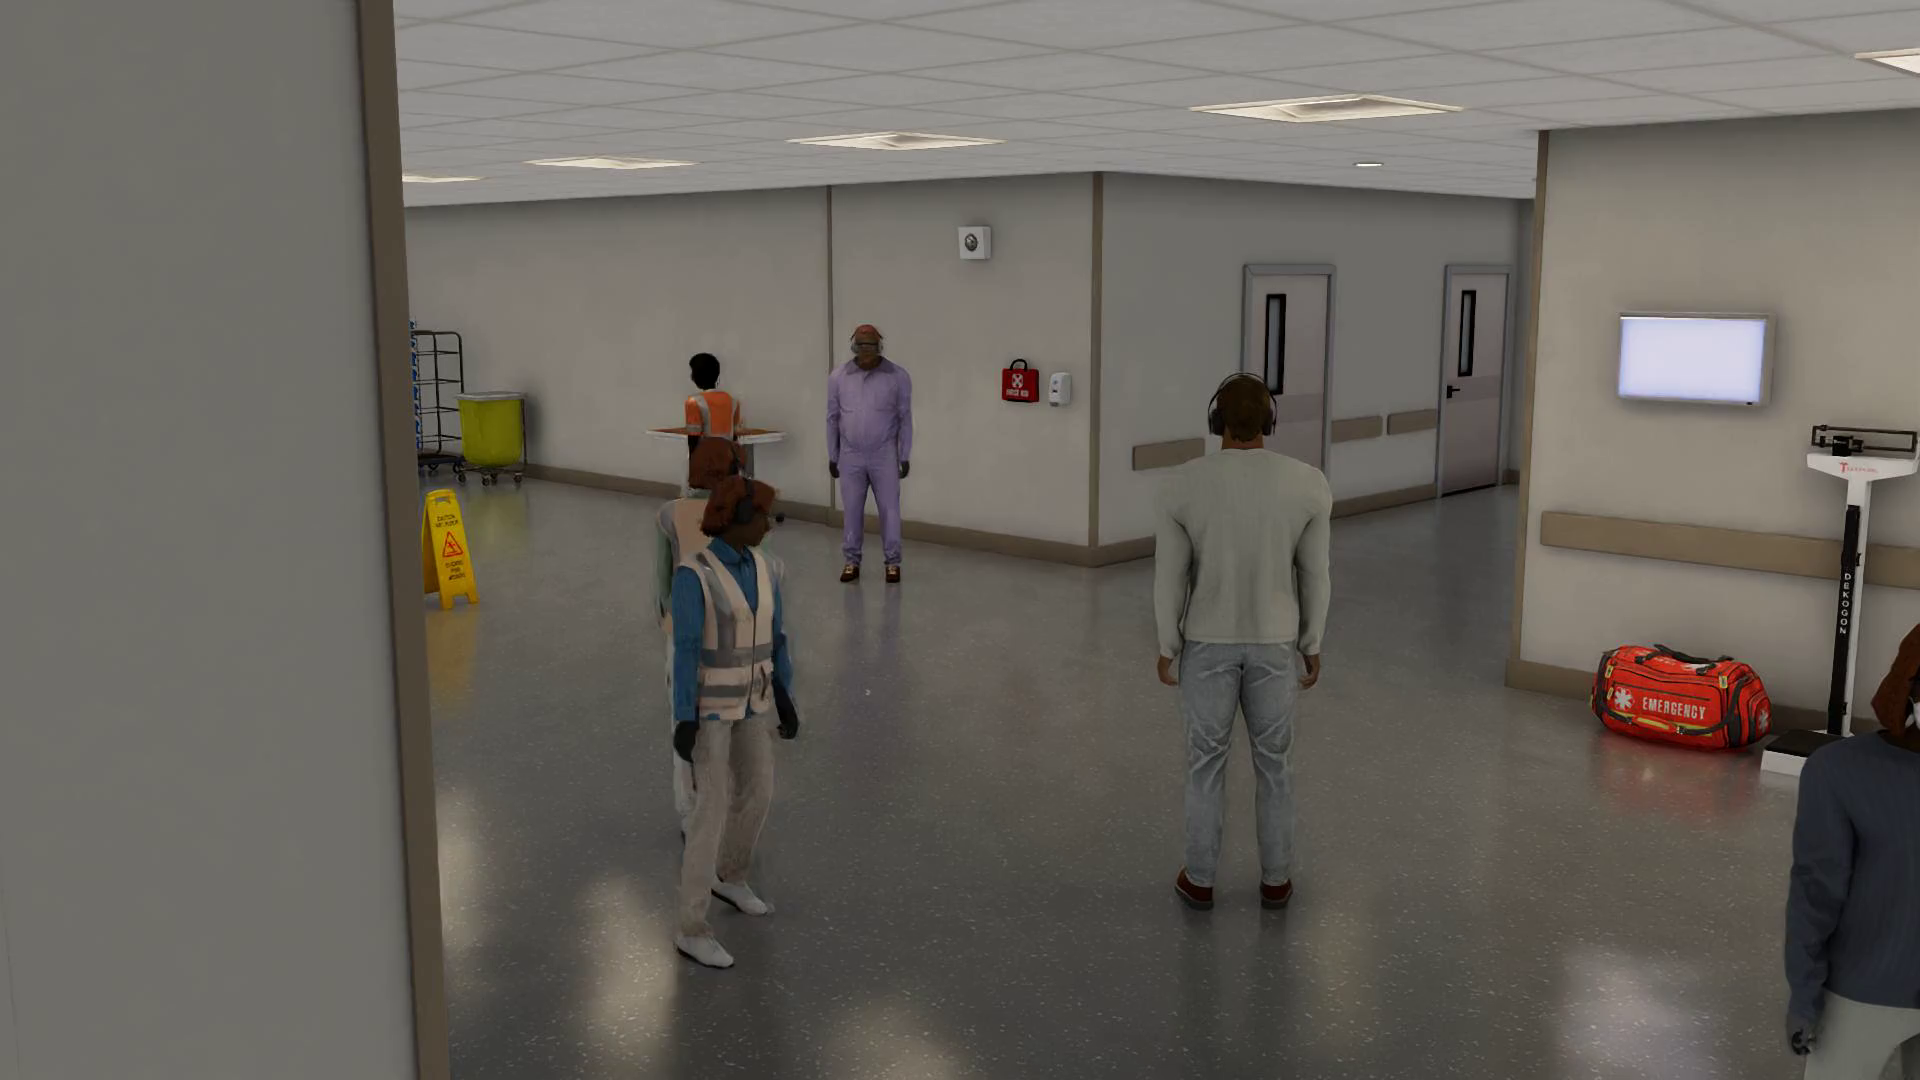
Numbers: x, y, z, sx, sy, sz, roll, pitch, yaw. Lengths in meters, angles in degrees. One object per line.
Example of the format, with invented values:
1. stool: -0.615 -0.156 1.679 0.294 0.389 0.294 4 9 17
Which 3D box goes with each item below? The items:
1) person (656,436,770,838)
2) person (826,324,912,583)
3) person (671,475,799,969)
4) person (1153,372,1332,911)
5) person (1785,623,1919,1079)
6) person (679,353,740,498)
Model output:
1. person: -1.007 0.384 6.811 0.538 1.614 0.541 2 9 12
2. person: -0.675 -0.630 12.221 0.638 1.900 0.403 1 9 6
3. person: -0.827 0.585 5.661 0.412 1.610 0.566 6 11 32
4. person: 0.996 0.371 5.946 0.632 1.940 0.372 0 9 2
5. person: 1.930 0.944 3.372 0.501 1.631 0.287 1 9 7
6. person: -1.894 -0.558 12.425 0.640 1.670 0.555 7 12 39
